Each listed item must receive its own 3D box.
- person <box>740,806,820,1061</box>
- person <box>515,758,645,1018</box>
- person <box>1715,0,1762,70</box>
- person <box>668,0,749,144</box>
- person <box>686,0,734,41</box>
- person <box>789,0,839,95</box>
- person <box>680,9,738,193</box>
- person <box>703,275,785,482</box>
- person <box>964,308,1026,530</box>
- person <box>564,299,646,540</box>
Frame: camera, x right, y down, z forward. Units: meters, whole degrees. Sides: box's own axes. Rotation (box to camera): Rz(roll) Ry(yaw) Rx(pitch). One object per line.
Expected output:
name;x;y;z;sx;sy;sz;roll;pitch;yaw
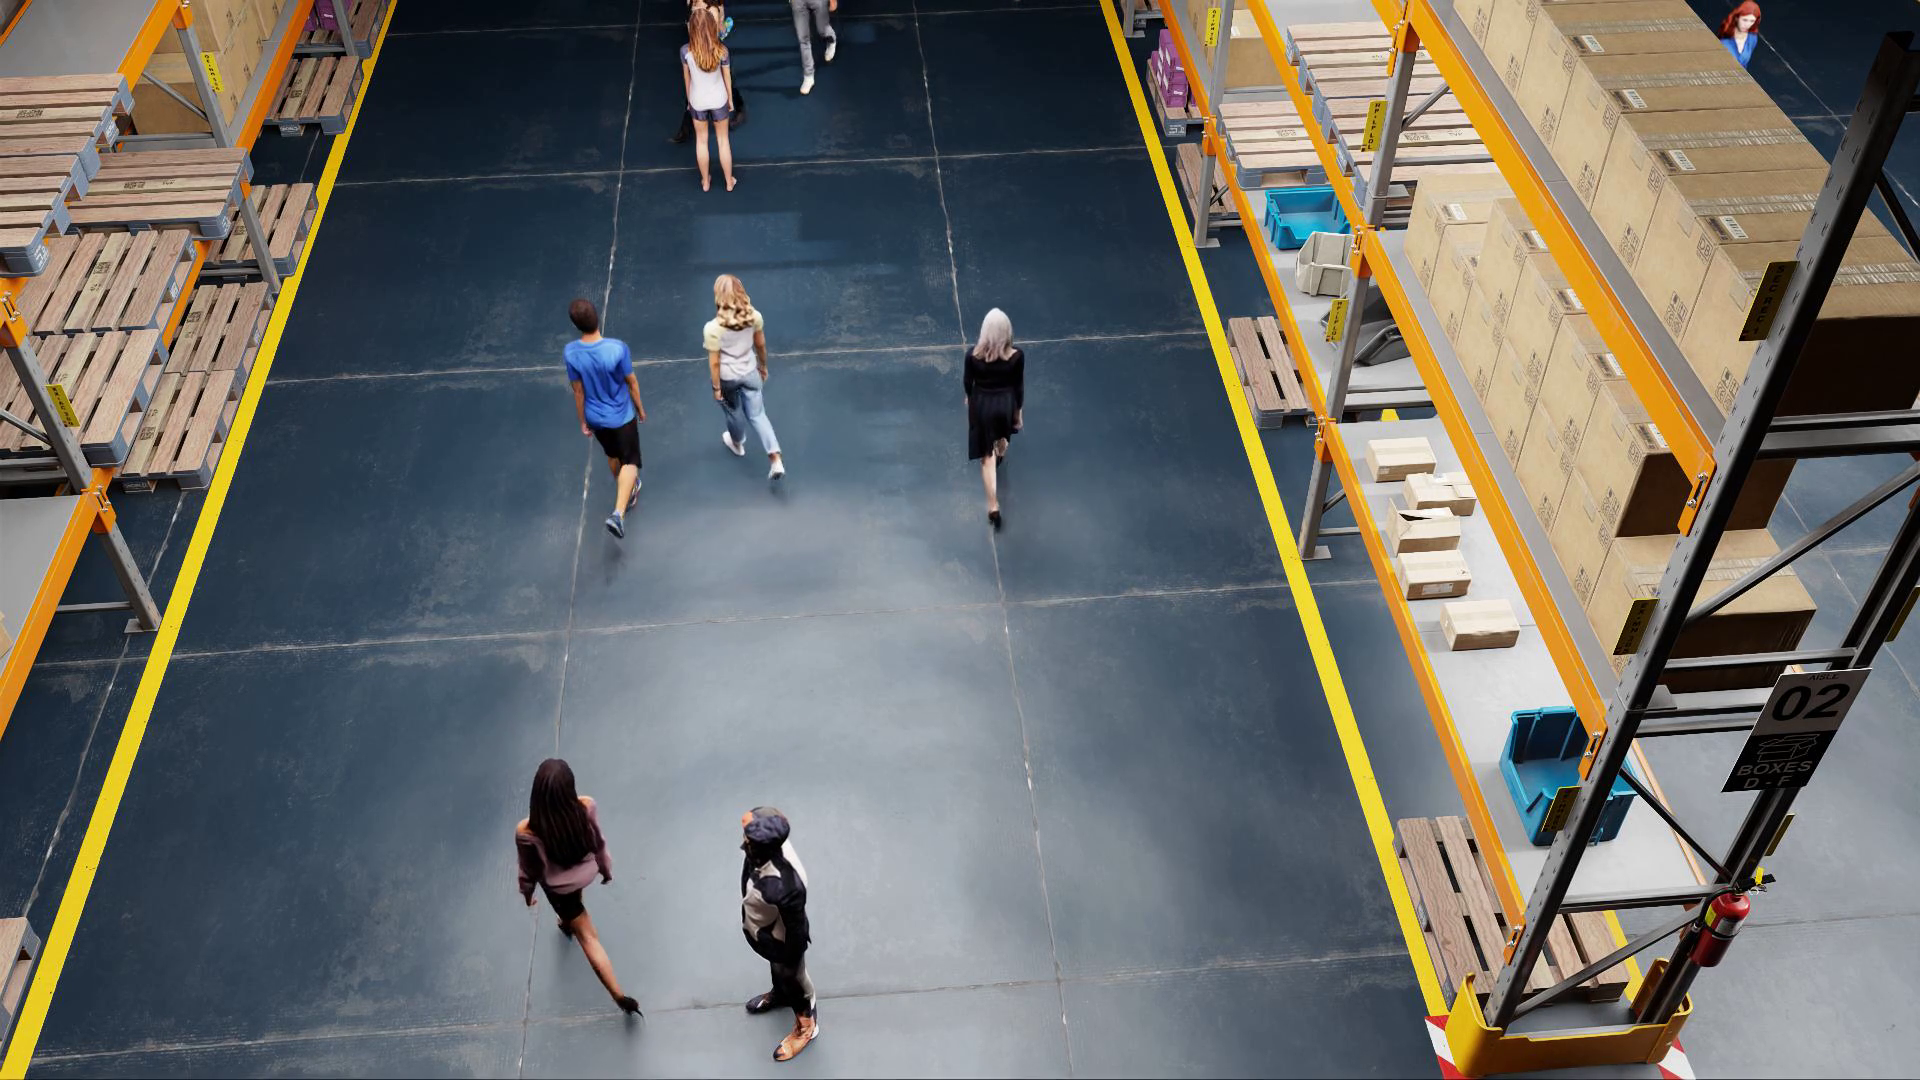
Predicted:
person;-0.943;2.007;8.616;0.820;1.892;0.676;-21;47;-20
person;-2.011;1.896;8.829;1.041;1.759;1.247;-27;50;-25
person;6.788;-3.997;14.965;0.636;1.827;0.601;-8;44;-8
person;-2.306;-4.566;15.700;1.120;1.637;1.127;-33;53;-30
person;-2.661;-5.703;16.731;0.845;1.861;1.105;6;44;6
person;-1.452;-5.429;16.433;0.874;1.876;1.193;8;44;8
person;-2.263;-3.936;14.974;0.577;1.727;0.526;-4;44;-4
person;-1.561;-1.143;12.060;0.975;1.701;1.170;-26;49;-25
person;0.237;-0.819;11.711;0.594;1.715;1.065;-3;44;-3
person;-2.458;-0.799;11.606;0.727;1.830;1.115;4;44;4
